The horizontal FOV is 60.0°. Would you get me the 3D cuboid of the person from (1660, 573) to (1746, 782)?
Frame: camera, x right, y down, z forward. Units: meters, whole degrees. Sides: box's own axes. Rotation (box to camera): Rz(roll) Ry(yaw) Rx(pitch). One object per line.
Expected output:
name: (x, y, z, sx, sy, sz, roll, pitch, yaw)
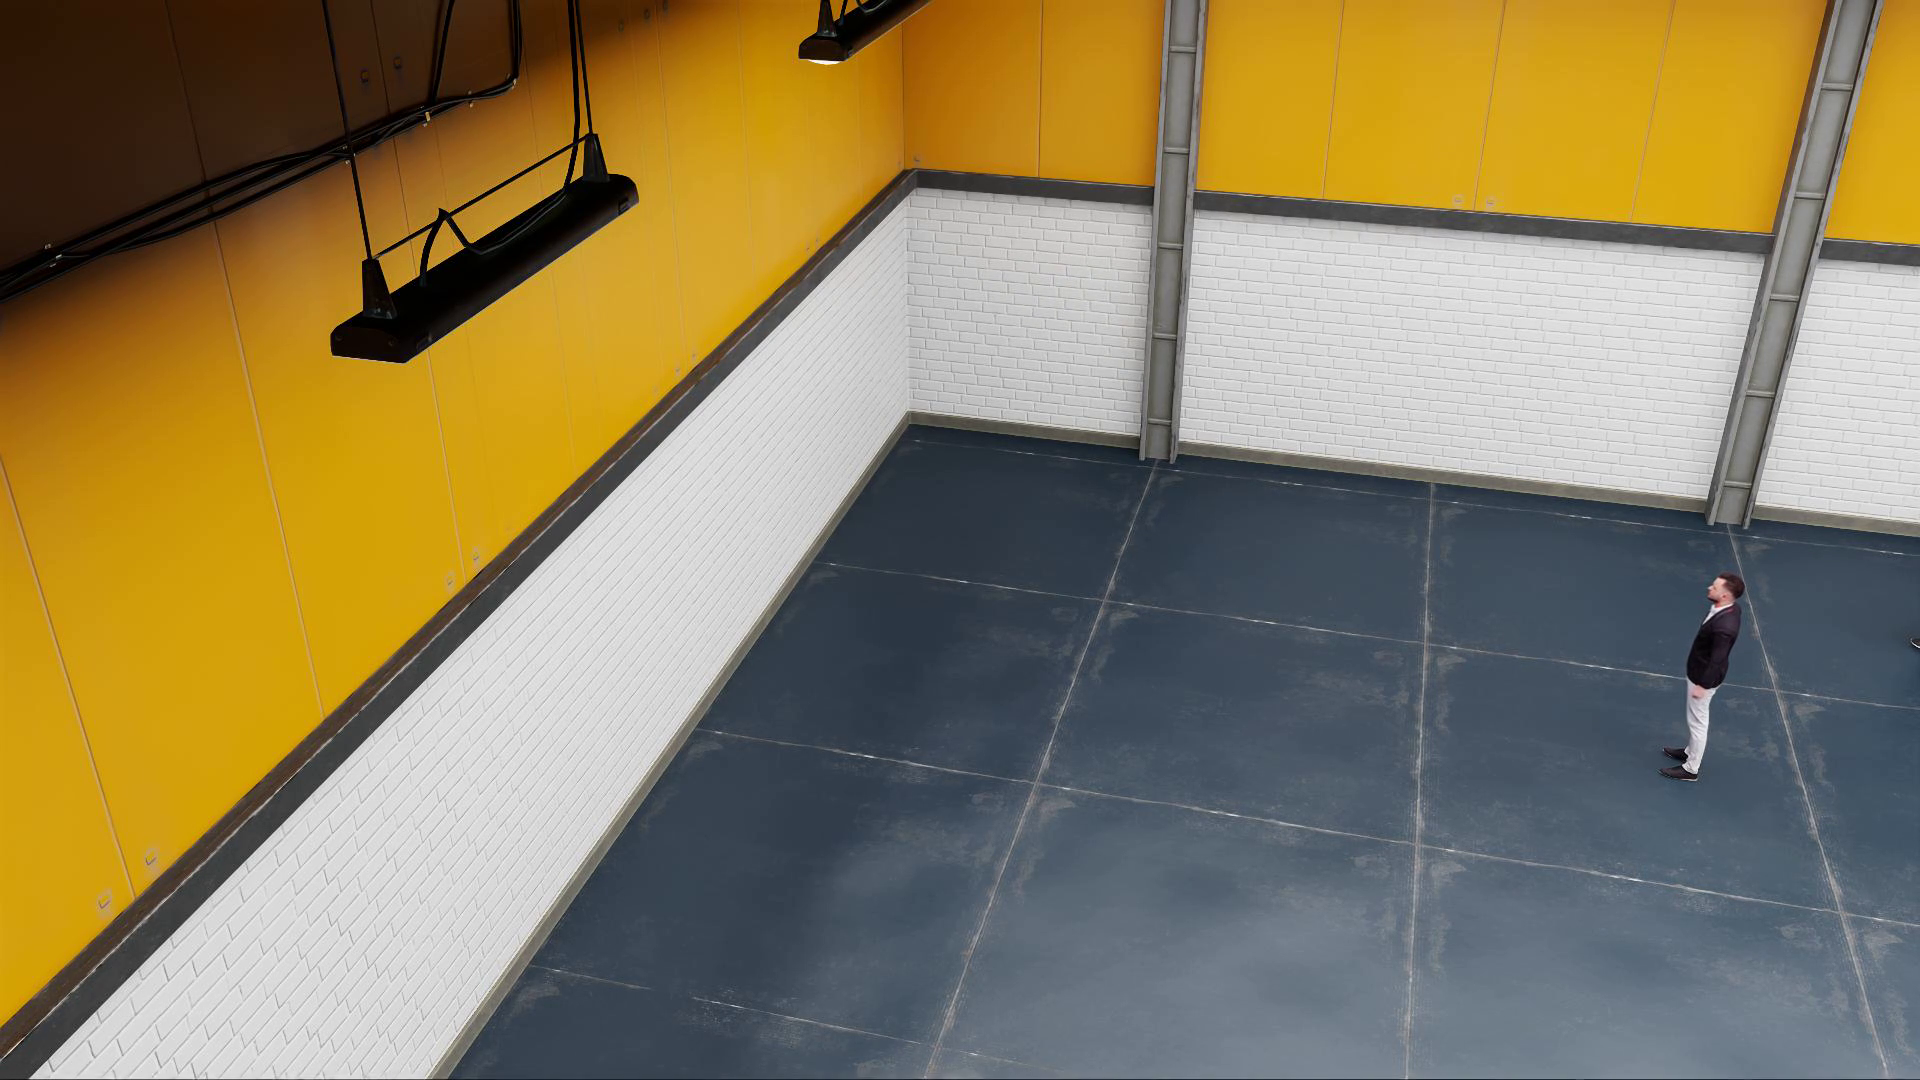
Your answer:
person: (5.926, 1.072, 13.173, 0.642, 1.844, 0.710, 15, 32, 25)
